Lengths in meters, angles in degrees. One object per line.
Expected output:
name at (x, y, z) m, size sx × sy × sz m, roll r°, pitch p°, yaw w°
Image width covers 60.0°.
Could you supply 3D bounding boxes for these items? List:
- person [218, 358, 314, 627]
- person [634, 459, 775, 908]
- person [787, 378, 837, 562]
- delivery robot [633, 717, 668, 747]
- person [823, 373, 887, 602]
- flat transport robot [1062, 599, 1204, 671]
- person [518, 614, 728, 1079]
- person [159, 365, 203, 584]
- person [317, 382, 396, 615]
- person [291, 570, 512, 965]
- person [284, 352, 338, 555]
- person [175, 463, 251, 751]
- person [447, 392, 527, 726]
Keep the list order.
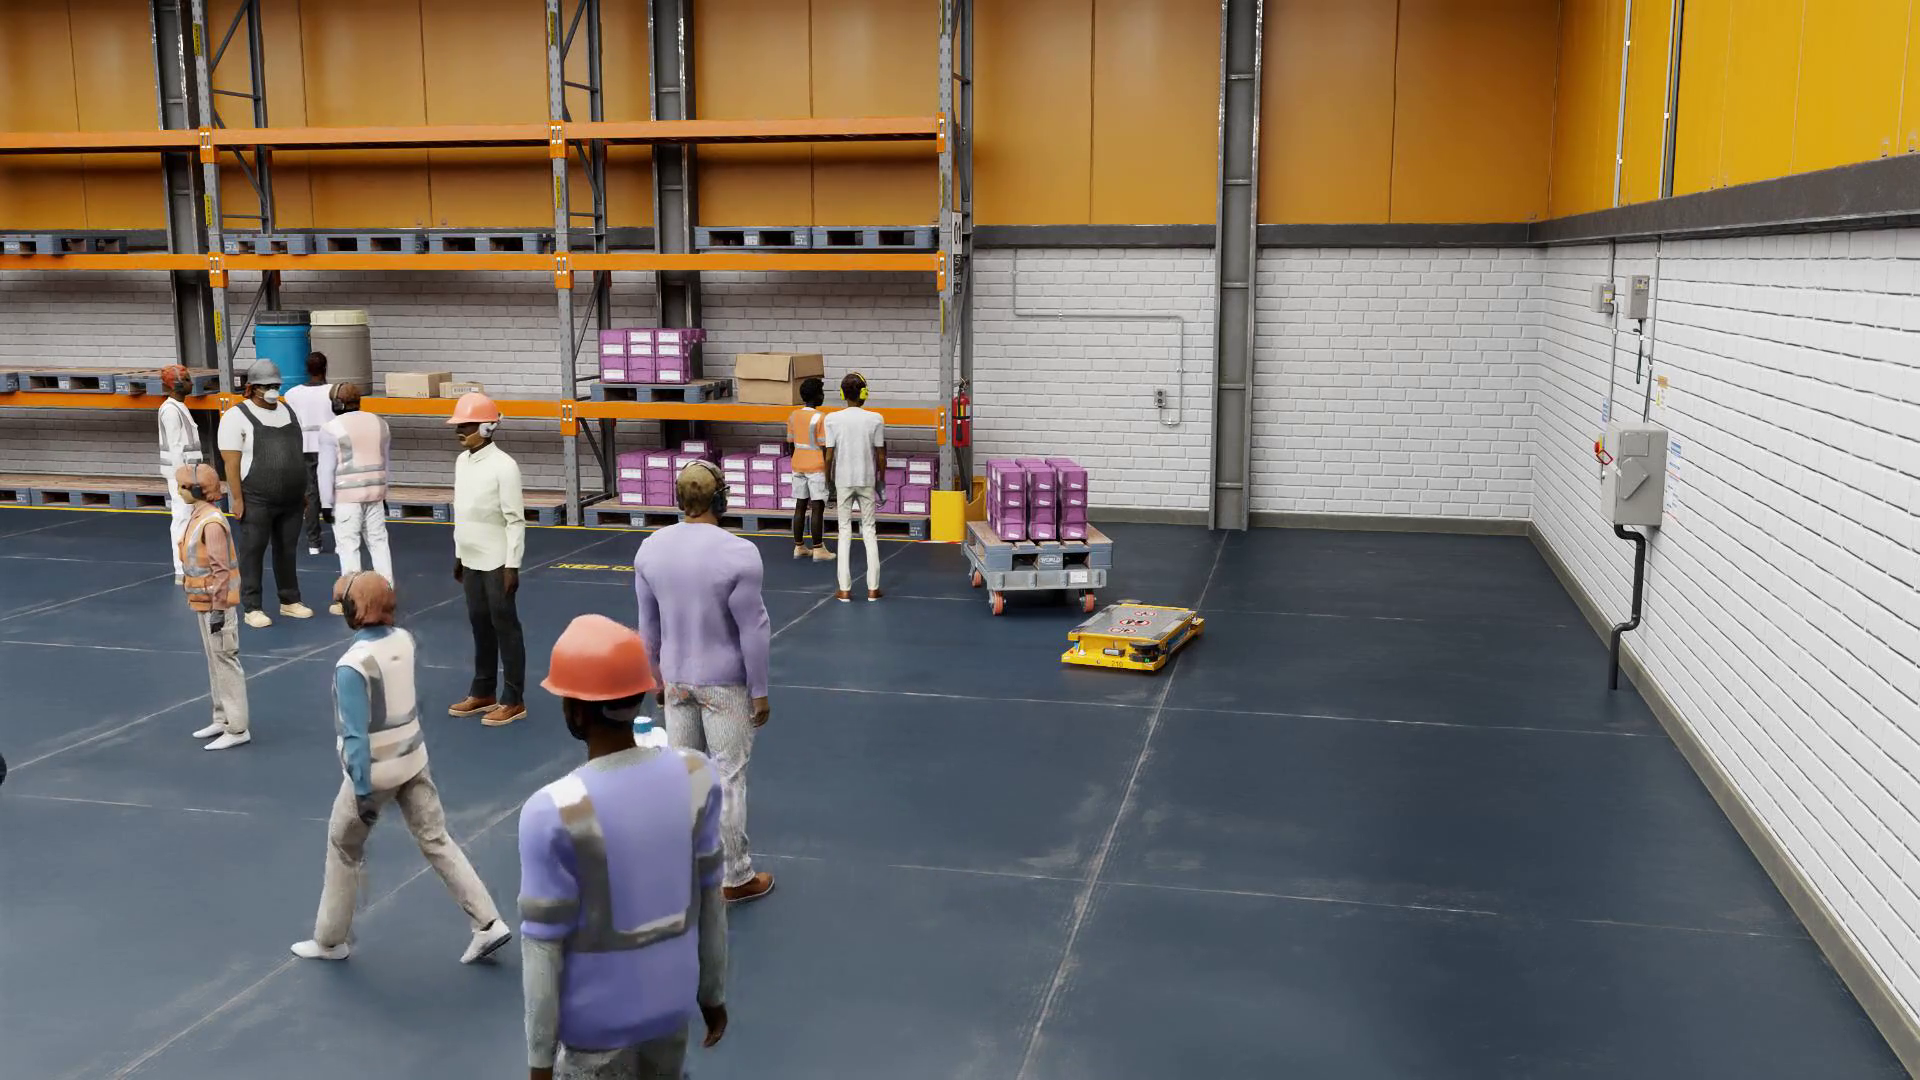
person at (-5.241, -0.372, 12.711) m, size 0.536 × 2.000 × 0.684 m, roll 6°, pitch 11°, yaw 31°
person at (-1.087, 0.616, 7.160) m, size 0.630 × 1.940 × 0.372 m, roll 4°, pitch 10°, yaw 24°
person at (-1.368, -0.652, 15.371) m, size 0.540 × 1.699 × 0.317 m, roll 9°, pitch 13°, yaw 43°
delivery robot at (-1.542, 1.105, 8.076) m, size 0.477 × 0.478 × 0.707 m, roll -3°, pitch 10°, yaw -18°
person at (-0.857, -0.422, 13.551) m, size 0.516 × 1.858 × 0.325 m, roll -1°, pitch 10°, yaw -3°
flat transport robot at (1.253, 0.660, 11.826) m, size 0.652 × 0.197 × 1.431 m, roll 4°, pitch 10°, yaw 21°
person at (-0.841, 1.134, 4.113) m, size 0.562 × 1.927 × 0.404 m, roll -9°, pitch 13°, yaw -44°
person at (-6.672, -0.562, 14.291) m, size 0.347 × 1.884 × 0.584 m, roll -4°, pitch 10°, yaw -21°
person at (-4.766, -0.324, 13.081) m, size 0.431 × 1.833 × 0.643 m, roll 6°, pitch 12°, yaw 34°
person at (-2.204, 0.900, 6.503) m, size 0.889 × 1.592 × 0.504 m, roll 3°, pitch 10°, yaw 15°
person at (-6.040, -0.803, 15.714) m, size 0.622 × 1.922 × 0.456 m, roll -1°, pitch 10°, yaw -6°
person at (-4.259, 0.375, 9.478) m, size 0.312 × 1.636 × 0.518 m, roll -6°, pitch 11°, yaw -32°
person at (-2.846, 0.112, 9.974) m, size 0.610 × 1.996 × 0.386 m, roll 9°, pitch 13°, yaw 41°
